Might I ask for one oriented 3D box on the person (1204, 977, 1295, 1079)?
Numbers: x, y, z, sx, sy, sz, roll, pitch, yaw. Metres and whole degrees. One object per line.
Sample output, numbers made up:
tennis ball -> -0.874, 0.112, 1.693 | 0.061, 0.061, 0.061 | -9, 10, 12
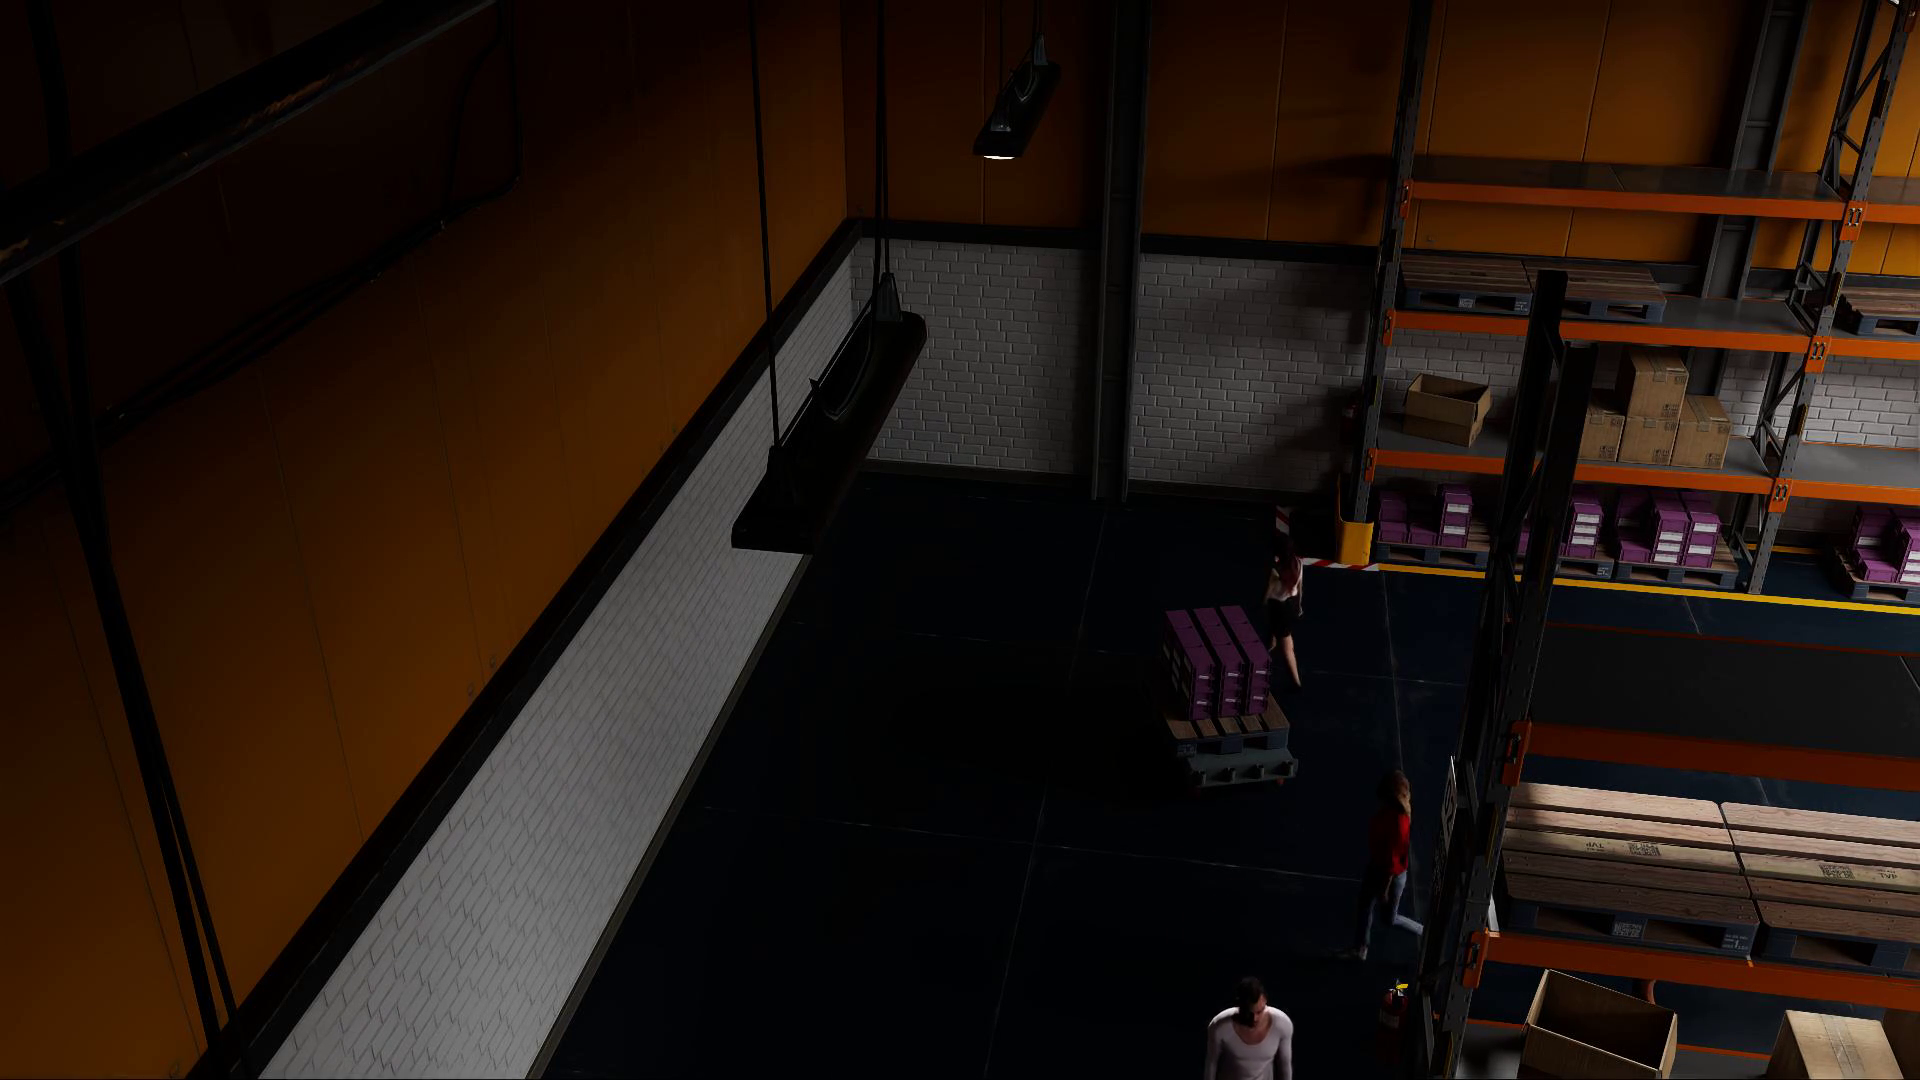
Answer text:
person -> 1.730, 3.273, 10.108 | 1.036, 1.818, 0.909 | -3, 29, -6

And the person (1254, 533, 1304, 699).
person -> 2.960, 0.719, 15.012 | 0.963, 1.605, 1.066 | -19, 34, -31

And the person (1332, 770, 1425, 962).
person -> 3.125, 2.388, 11.869 | 1.033, 1.684, 0.731 | 0, 29, 0
